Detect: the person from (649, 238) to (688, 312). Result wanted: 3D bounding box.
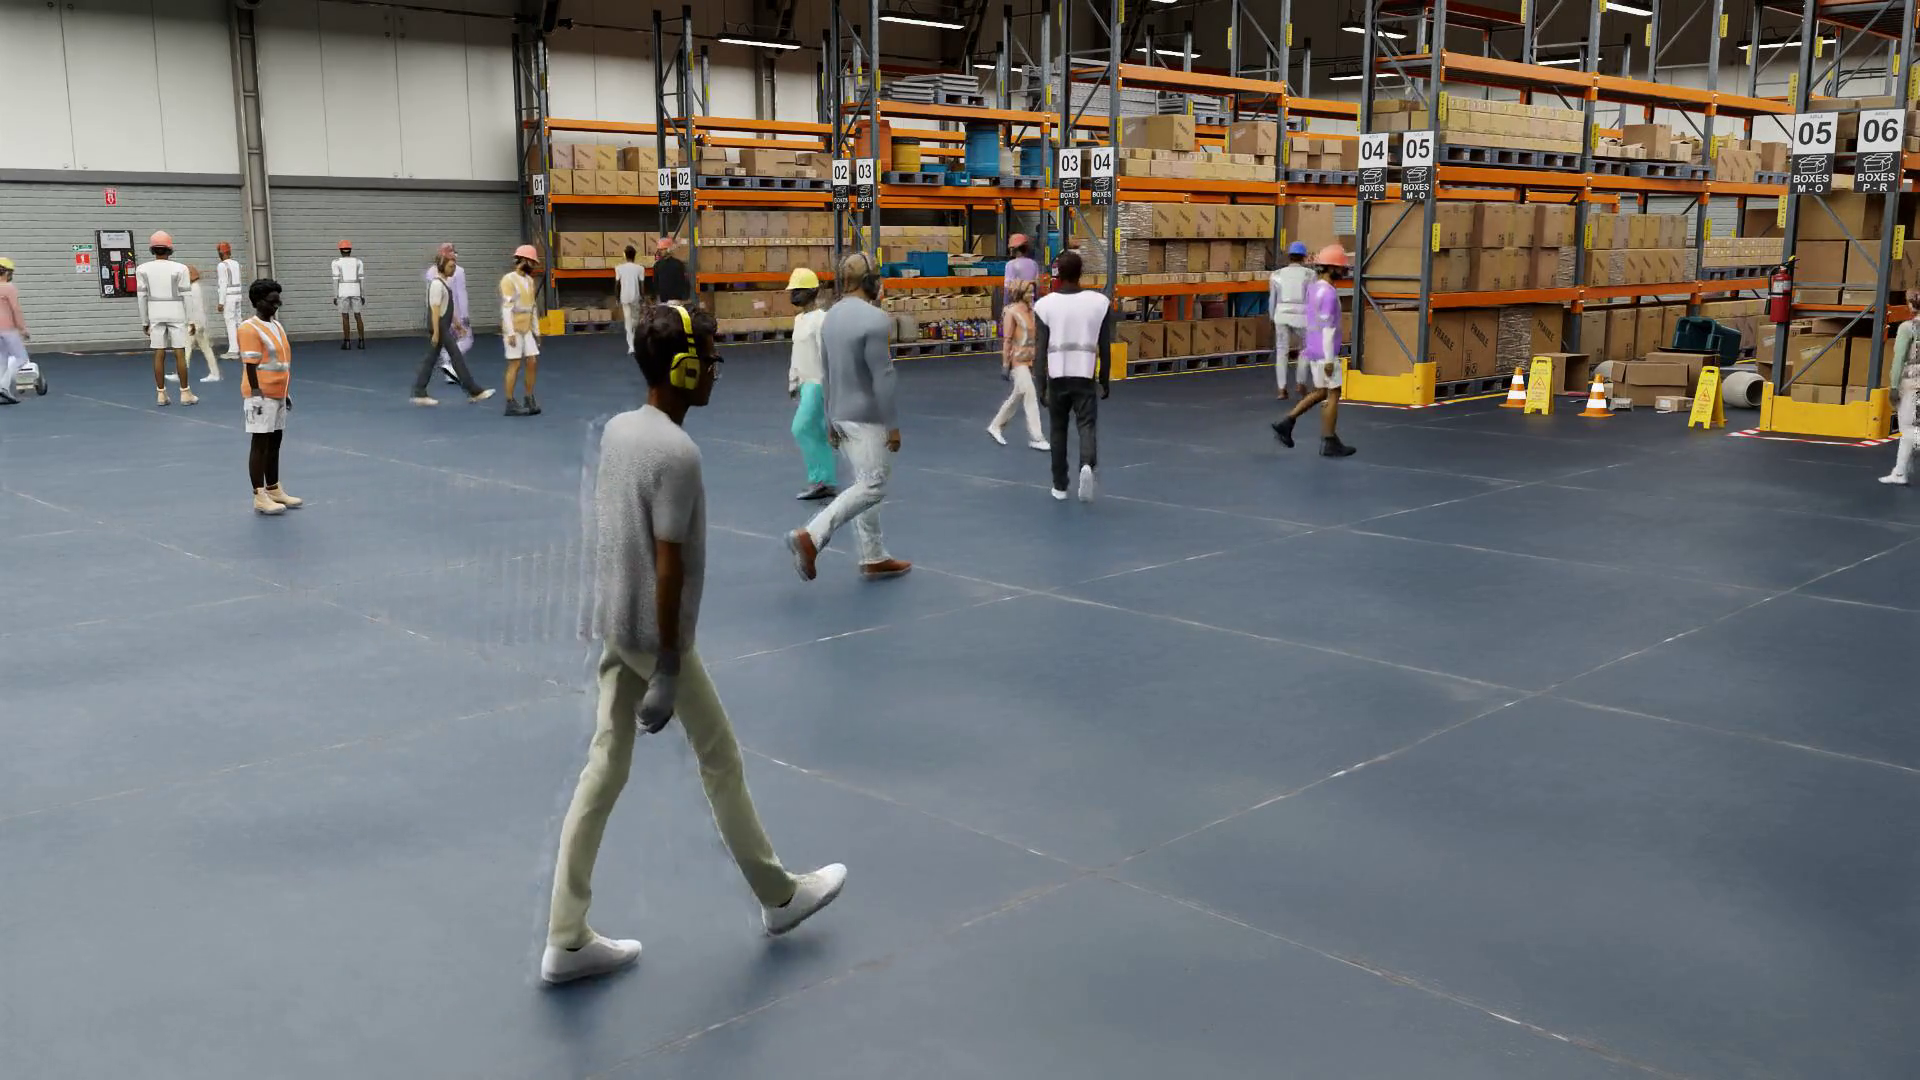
[{"bbox_3d":[-4.822,-3.928,27.090,0.649,1.946,0.977,8,13,36],"label":"person"}]

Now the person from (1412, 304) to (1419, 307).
[{"bbox_3d":[7.189,-3.707,26.186,0.430,1.845,0.624,5,12,27],"label":"person"}]

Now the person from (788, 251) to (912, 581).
[{"bbox_3d":[-0.628,-0.687,9.522,0.785,1.919,0.636,-6,12,-29],"label":"person"}]

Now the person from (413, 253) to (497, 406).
[{"bbox_3d":[-6.012,-2.466,19.559,0.976,1.780,0.494,-4,11,-19],"label":"person"}]

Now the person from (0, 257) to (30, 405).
[{"bbox_3d":[-11.324,-2.483,19.770,0.549,1.736,0.413,5,12,27],"label":"person"}]

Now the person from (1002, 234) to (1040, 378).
[{"bbox_3d":[0.838,-3.299,23.474,0.458,2.024,0.611,9,14,40],"label":"person"}]

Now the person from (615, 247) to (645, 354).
[{"bbox_3d":[-5.661,-4.122,28.568,0.502,1.809,1.025,-3,11,-15],"label":"person"}]

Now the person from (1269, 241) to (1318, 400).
[{"bbox_3d":[4.112,-2.704,20.493,0.627,1.913,0.661,4,11,22],"label":"person"}]

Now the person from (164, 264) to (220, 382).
[{"bbox_3d":[-10.569,-2.949,22.724,0.795,1.603,0.504,-5,12,-26],"label":"person"}]

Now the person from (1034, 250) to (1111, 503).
[{"bbox_3d":[0.851,-1.224,12.520,0.595,1.894,0.794,0,10,1],"label":"person"}]

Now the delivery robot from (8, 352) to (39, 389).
[{"bbox_3d":[-11.942,-2.144,21.034,0.707,0.478,0.477,10,14,43],"label":"delivery robot"}]

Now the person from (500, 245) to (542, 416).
[{"bbox_3d":[-4.944,-2.357,18.744,0.418,1.898,0.567,4,11,19],"label":"person"}]

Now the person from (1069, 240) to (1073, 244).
[{"bbox_3d":[2.174,-5.310,34.767,0.638,1.914,0.853,6,12,31],"label":"person"}]

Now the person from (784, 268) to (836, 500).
[{"bbox_3d":[-1.157,-1.167,12.562,0.525,1.748,0.557,-5,12,-25],"label":"person"}]

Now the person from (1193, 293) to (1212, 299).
[{"bbox_3d":[5.727,-6.114,38.984,0.794,1.961,0.646,-3,11,-17],"label":"person"}]

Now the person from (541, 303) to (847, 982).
[{"bbox_3d":[-0.781,0.272,4.588,0.948,1.813,0.521,-9,14,-40],"label":"person"}]

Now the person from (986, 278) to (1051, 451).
[{"bbox_3d":[0.564,-1.674,15.737,0.808,1.606,0.523,7,13,34],"label":"person"}]

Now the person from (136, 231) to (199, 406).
[{"bbox_3d":[-9.399,-2.628,19.739,0.615,2.047,0.360,-1,10,-7],"label":"person"}]

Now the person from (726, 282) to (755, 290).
[{"bbox_3d":[-4.402,-4.943,33.053,0.585,1.794,0.966,10,14,43],"label":"person"}]

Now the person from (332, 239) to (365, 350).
[{"bbox_3d":[-10.820,-4.349,29.430,0.550,1.933,0.375,-7,13,-35],"label":"person"}]

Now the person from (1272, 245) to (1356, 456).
[{"bbox_3d":[3.279,-1.727,15.189,0.664,1.918,0.553,-1,10,-3],"label":"person"}]

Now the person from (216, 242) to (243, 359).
[{"bbox_3d":[-11.940,-3.914,27.194,0.355,1.887,0.573,1,10,7],"label":"person"}]

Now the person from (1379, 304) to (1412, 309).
[{"bbox_3d":[6.594,-3.546,25.124,0.580,1.905,0.438,5,11,25],"label":"person"}]

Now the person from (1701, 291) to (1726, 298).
[{"bbox_3d":[13.747,-4.496,30.550,0.525,1.821,0.636,-10,14,-43],"label":"person"}]

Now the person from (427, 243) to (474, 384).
[{"bbox_3d":[-6.871,-3.057,22.479,0.667,1.895,0.427,6,12,28],"label":"person"}]

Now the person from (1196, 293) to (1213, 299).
[{"bbox_3d":[5.796,-6.139,39.179,0.632,1.932,0.885,6,12,29],"label":"person"}]

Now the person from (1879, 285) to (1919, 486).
[{"bbox_3d":[7.626,-1.196,13.134,0.524,1.618,0.700,-4,11,-23],"label":"person"}]

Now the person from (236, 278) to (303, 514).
[{"bbox_3d":[-5.040,-1.053,12.121,0.320,1.692,0.531,0,10,2],"label":"person"}]
